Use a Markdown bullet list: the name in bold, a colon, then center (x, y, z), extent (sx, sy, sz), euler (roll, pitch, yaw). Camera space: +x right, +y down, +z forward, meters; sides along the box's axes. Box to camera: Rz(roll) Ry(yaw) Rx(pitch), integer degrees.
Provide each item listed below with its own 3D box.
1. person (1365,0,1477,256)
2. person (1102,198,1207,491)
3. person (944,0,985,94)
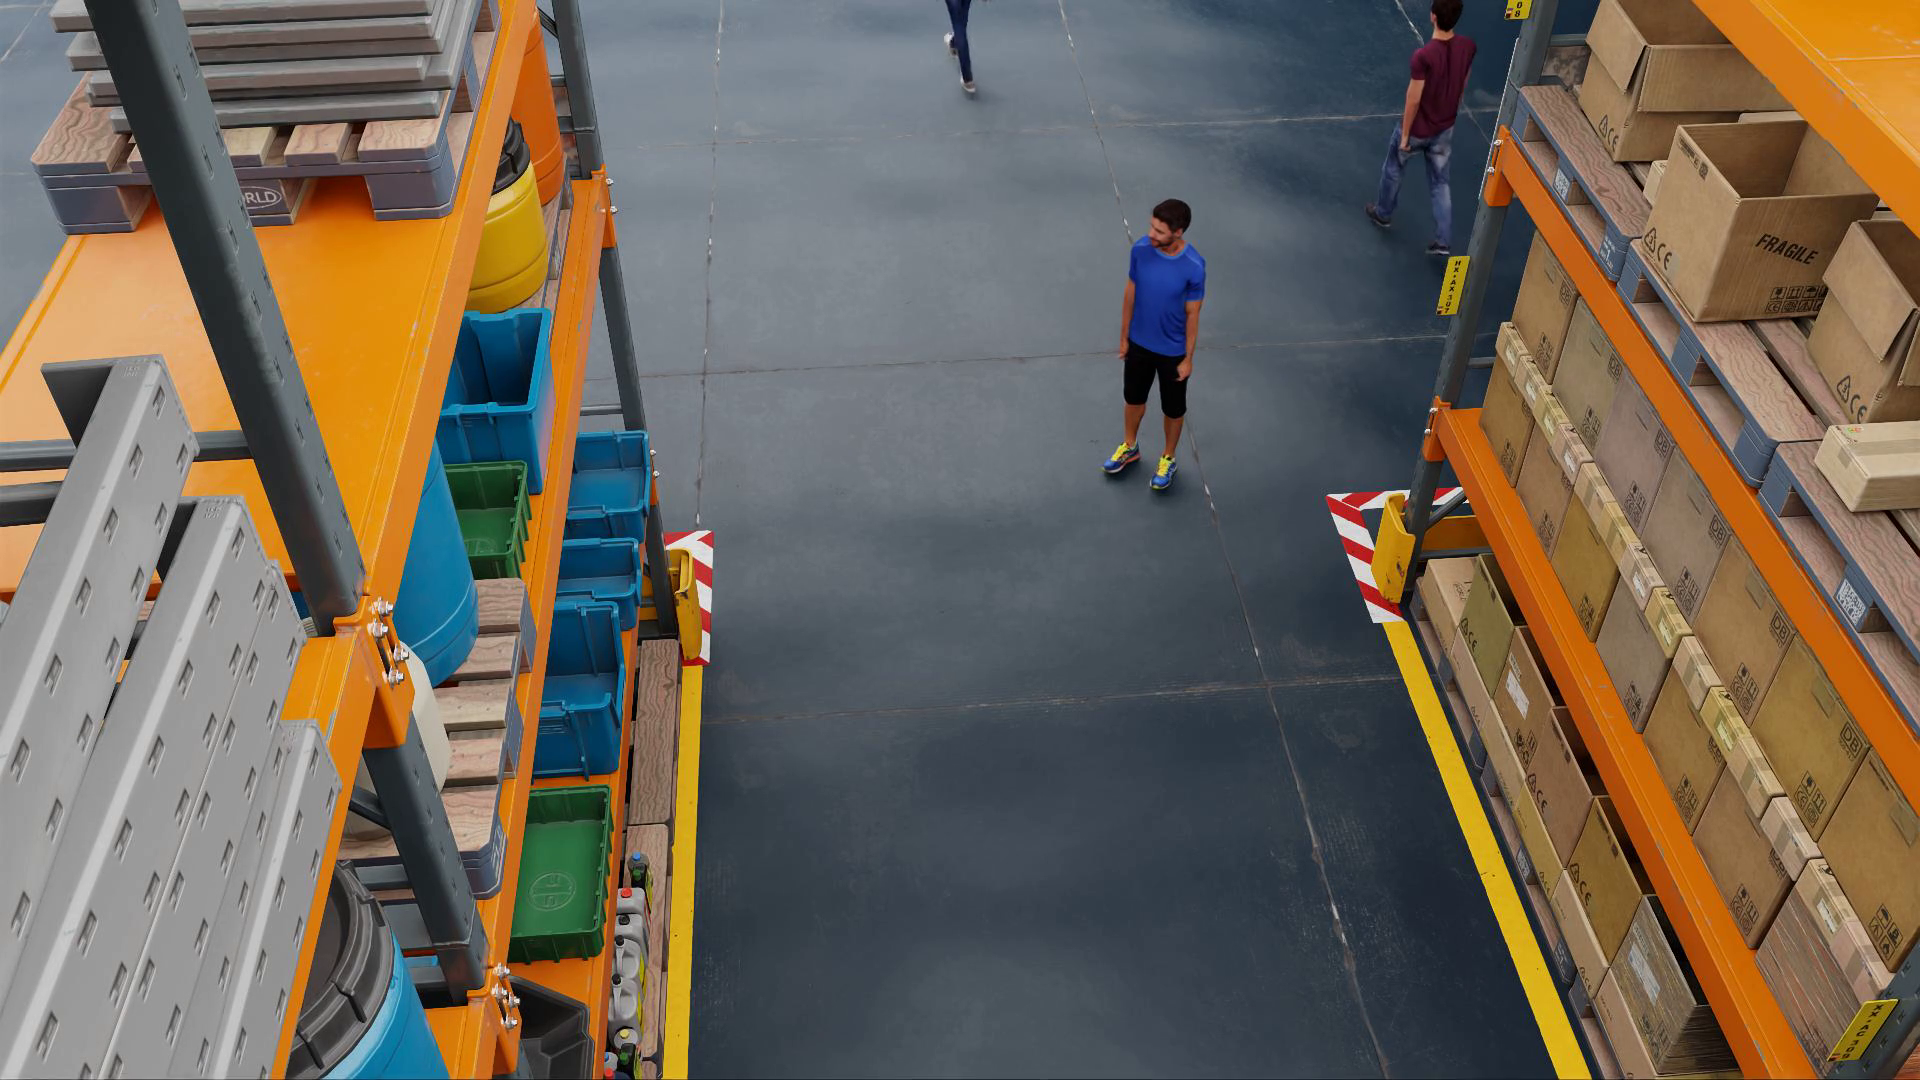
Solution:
- **person**: center (3.213, -2.763, 11.215), extent (0.828, 1.820, 1.190), euler (-11, 43, -12)
- **person**: center (1.134, -1.123, 9.374), extent (0.709, 1.866, 0.752), euler (24, 47, 24)
- **person**: center (0.011, -4.362, 13.067), extent (0.724, 1.697, 1.155), euler (-10, 43, -11)
